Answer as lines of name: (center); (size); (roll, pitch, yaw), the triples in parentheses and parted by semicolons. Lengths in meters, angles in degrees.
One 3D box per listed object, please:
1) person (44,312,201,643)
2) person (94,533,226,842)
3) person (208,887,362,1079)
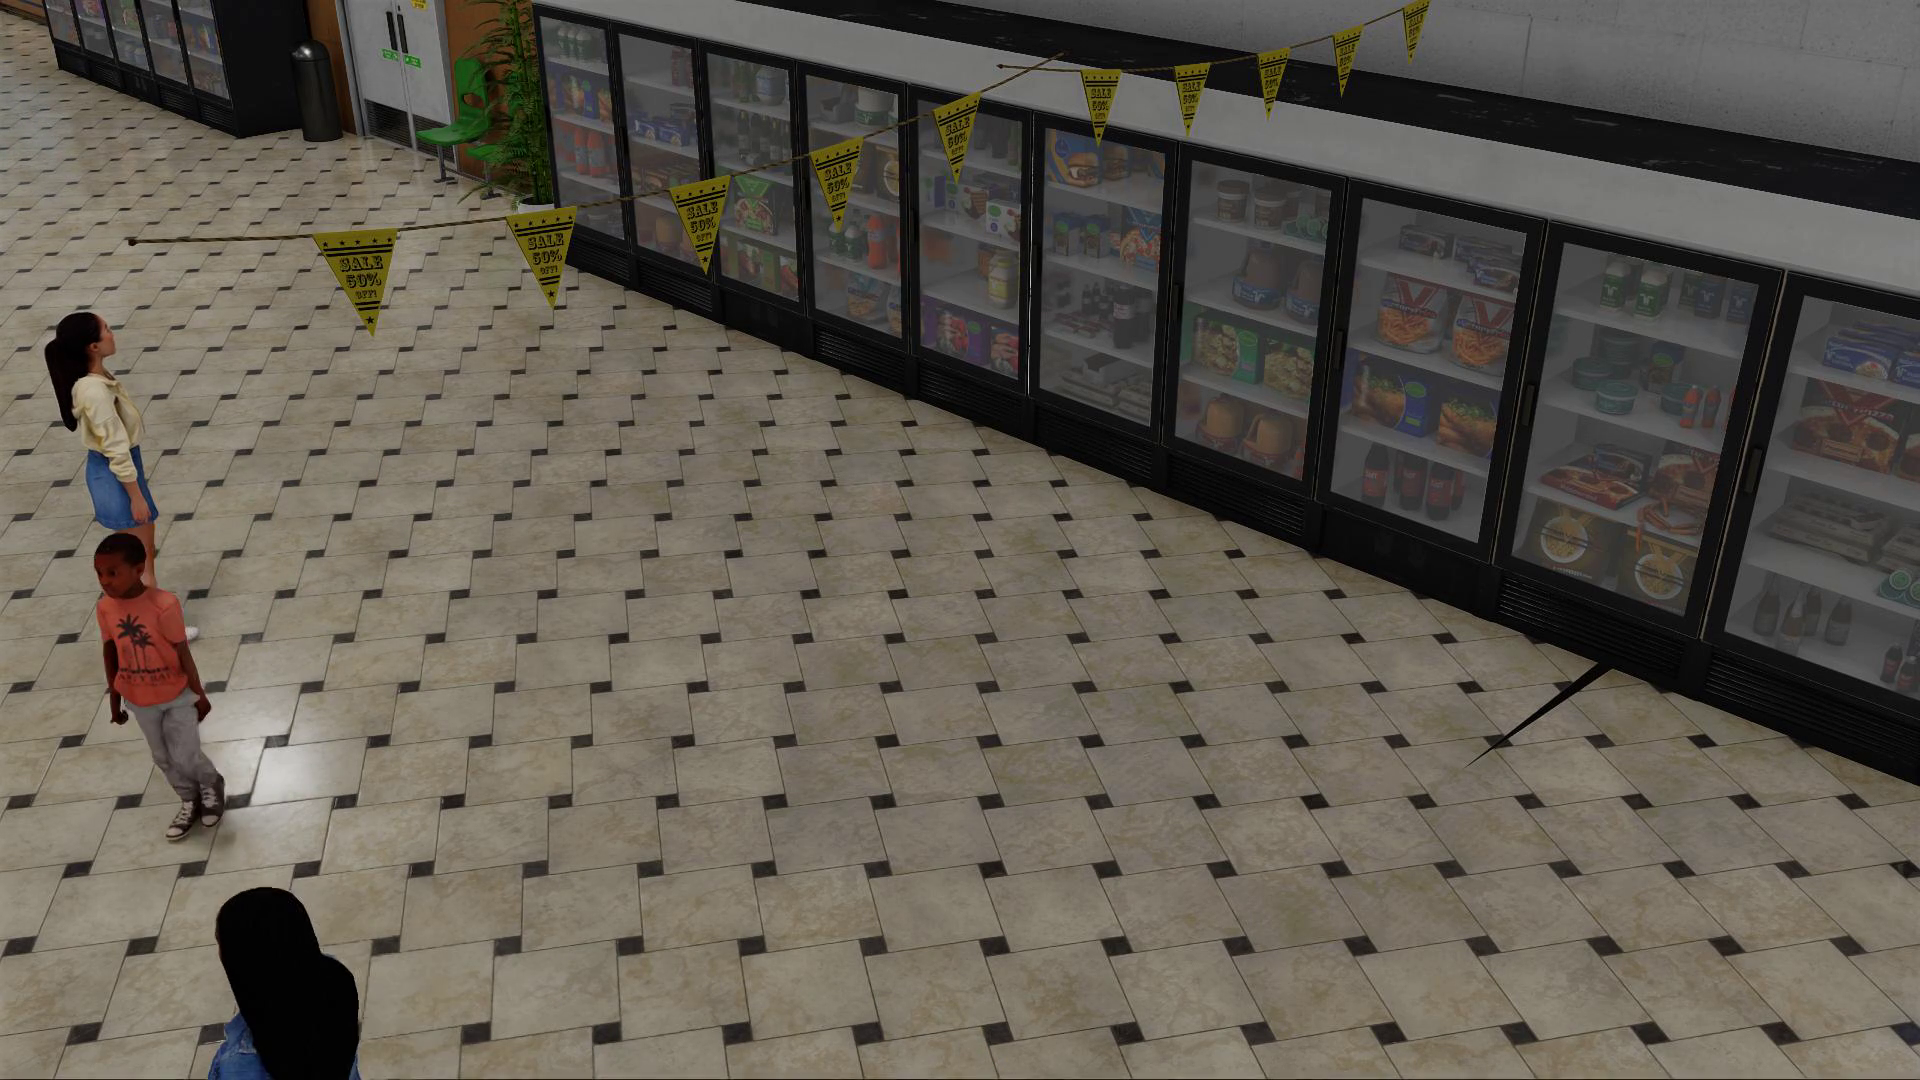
person: (-3.875, -0.269, 7.662); (0.597, 1.631, 0.673); (-19, 32, -32)
person: (-3.056, 0.541, 6.430); (0.608, 1.302, 0.662); (3, 27, 5)
person: (-1.479, 1.569, 3.968); (1.046, 1.695, 1.046); (4, 27, 7)
